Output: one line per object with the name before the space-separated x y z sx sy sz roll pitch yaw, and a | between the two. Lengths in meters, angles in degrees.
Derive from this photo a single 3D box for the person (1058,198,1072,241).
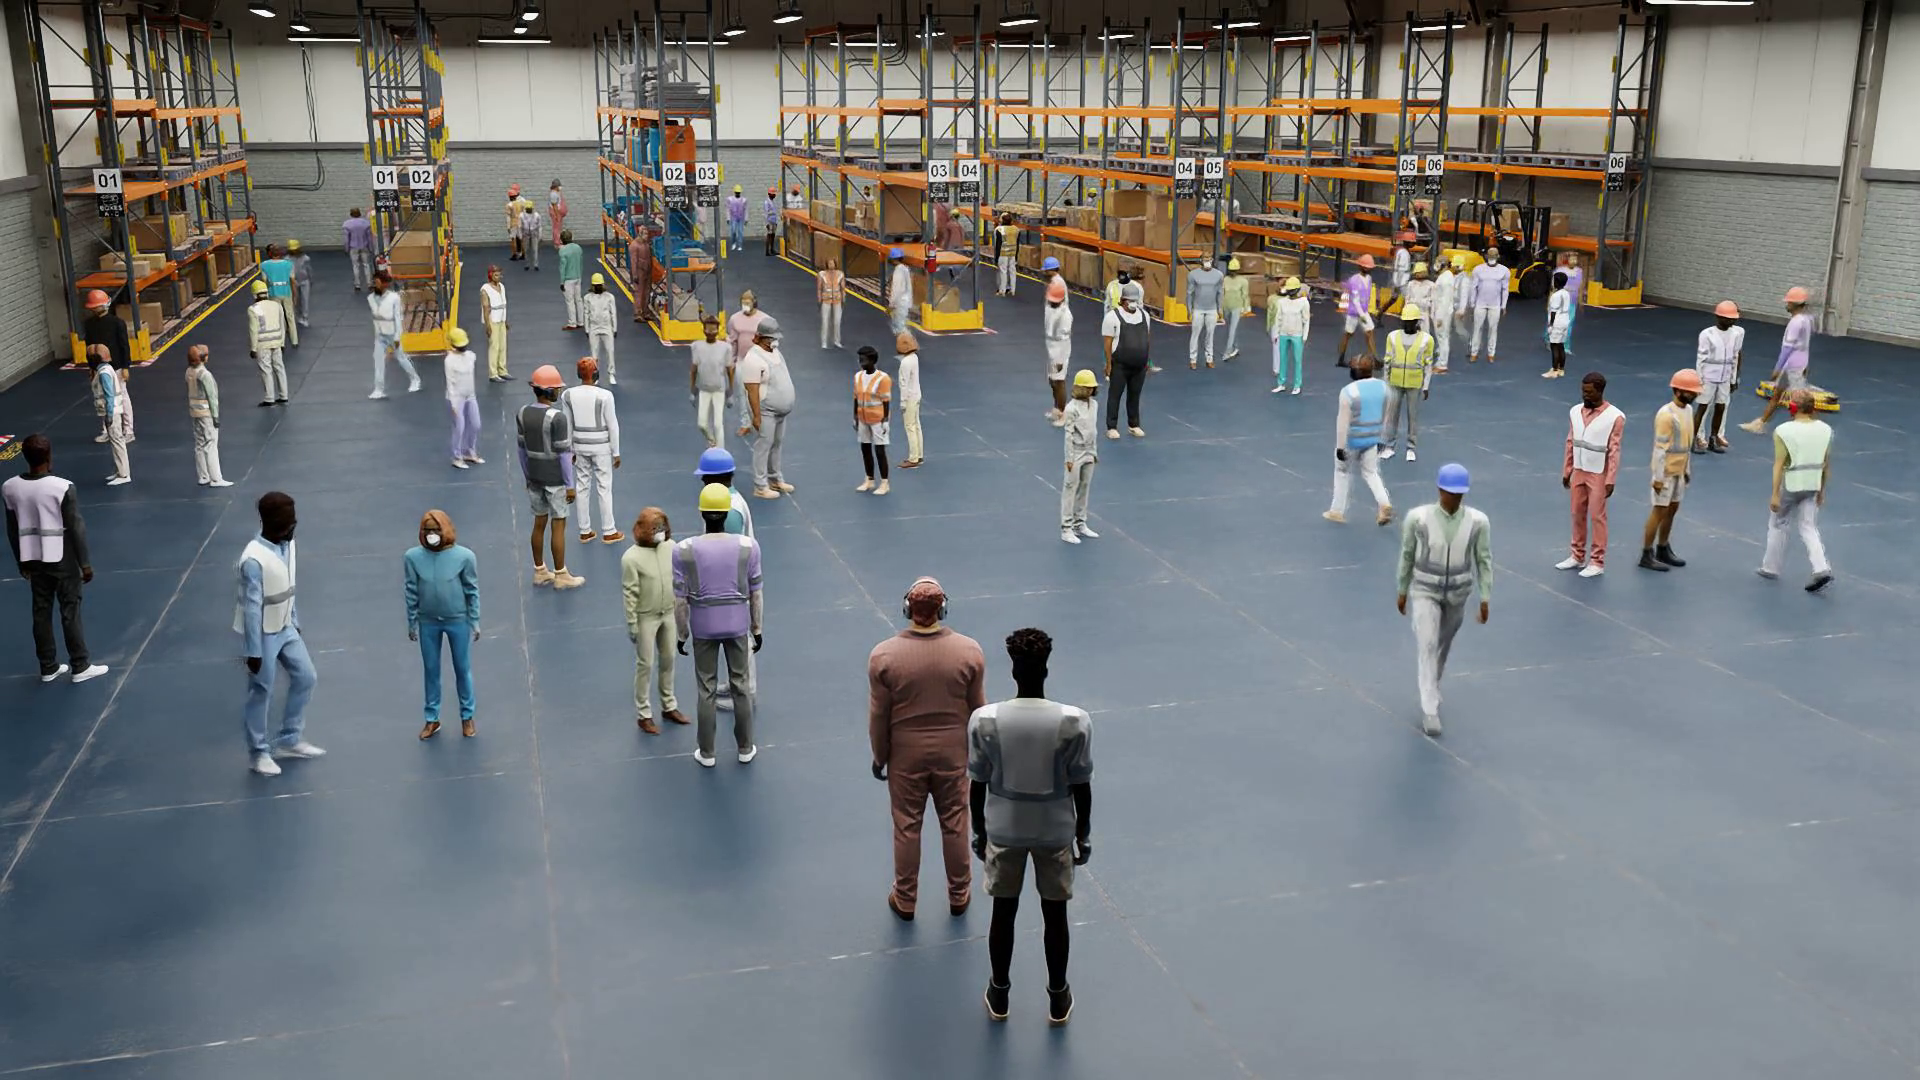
person | 2.798 -7.935 43.166 0.512 1.854 0.534 -4 16 -16

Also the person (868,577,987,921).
person | -0.178 1.125 8.962 0.640 1.909 0.409 -2 15 -8

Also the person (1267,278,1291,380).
person | 5.152 -3.399 26.555 0.522 1.607 0.698 3 15 13

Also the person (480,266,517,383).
person | -7.291 -3.387 26.090 0.404 1.831 0.574 4 15 15

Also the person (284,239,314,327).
person | -12.953 -5.065 32.635 0.488 1.700 0.862 -5 16 -17

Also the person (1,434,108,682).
person | -6.892 0.147 12.621 0.599 1.918 0.387 2 15 7

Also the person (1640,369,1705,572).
person | 6.722 -0.660 15.644 0.546 1.927 0.387 -13 20 -41

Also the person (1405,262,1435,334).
person | 7.606 -3.736 27.567 0.494 1.742 0.318 7 17 25

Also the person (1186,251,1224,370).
person | 4.014 -3.762 27.291 0.630 1.940 0.370 -2 15 -7

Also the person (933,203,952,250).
person | -0.501 -8.598 45.581 0.669 1.885 0.590 8 17 28

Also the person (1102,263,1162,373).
person | 2.774 -3.599 26.974 0.982 1.792 0.503 2 15 8

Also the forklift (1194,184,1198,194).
forklift | 7.392 -11.333 53.972 1.873 2.768 1.129 -4 15 -15

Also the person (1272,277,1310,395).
person | 4.979 -3.072 25.027 0.533 1.765 0.329 10 18 33

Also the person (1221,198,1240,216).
person | 7.515 -8.898 46.620 0.625 1.931 0.452 2 15 8

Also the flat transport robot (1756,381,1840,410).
flat transport robot | 12.250 -2.127 24.331 0.652 0.197 1.431 1 15 5

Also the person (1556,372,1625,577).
person | 5.892 -0.622 15.543 0.407 1.908 0.597 -8 17 -28

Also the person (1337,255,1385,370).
person | 6.601 -3.709 27.194 0.546 1.875 1.021 -10 18 -34

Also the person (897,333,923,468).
person | -0.617 -1.684 20.079 0.287 1.627 0.497 3 15 12

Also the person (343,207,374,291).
person | -13.865 -6.703 38.393 0.653 1.933 0.515 -8 17 -26

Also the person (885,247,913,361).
person | -1.026 -3.982 28.156 0.469 1.923 0.606 2 15 7

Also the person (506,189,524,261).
person | -12.227 -8.649 45.696 0.372 1.931 0.549 13 19 39

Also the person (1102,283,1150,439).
person | 2.220 -2.344 21.758 0.688 2.000 0.536 -7 16 -25

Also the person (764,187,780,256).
person | -5.309 -9.002 47.029 0.376 1.928 0.546 5 16 20

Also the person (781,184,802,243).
person | -4.990 -9.628 49.496 0.624 1.866 0.935 -5 16 -17

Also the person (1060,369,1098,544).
person | 1.234 -0.849 16.703 0.315 1.743 0.487 12 19 39

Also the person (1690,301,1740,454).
person | 9.461 -2.023 20.774 0.555 1.925 0.392 -3 15 -10

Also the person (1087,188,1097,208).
person | 3.984 -9.776 50.322 0.342 1.735 0.482 3 15 13

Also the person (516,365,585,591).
person | -3.701 -0.564 15.056 0.614 2.040 0.390 10 18 34

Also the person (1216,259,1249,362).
person | 4.652 -3.938 28.380 0.528 1.714 0.944 9 17 30

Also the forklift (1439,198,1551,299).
forklift | 11.913 -6.508 37.130 2.313 2.155 1.214 -4 15 -15

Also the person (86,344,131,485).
person | -9.805 -1.451 19.173 0.311 1.636 0.521 -7 17 -26

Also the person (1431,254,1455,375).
person | 7.774 -3.640 26.832 0.355 1.936 0.635 4 15 16

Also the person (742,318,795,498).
person | -2.109 -1.485 18.524 0.535 2.000 0.687 5 16 18

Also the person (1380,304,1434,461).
person | 5.481 -1.933 20.426 0.585 1.929 0.371 7 16 25

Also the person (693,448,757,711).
person | -1.695 0.276 12.104 0.421 1.936 0.609 -4 15 -14

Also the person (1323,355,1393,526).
person | 4.178 -1.023 17.238 0.632 1.813 0.822 -6 16 -21

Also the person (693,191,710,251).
person | -7.236 -8.710 46.034 0.513 1.882 0.670 6 16 22

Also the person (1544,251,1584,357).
person | 10.463 -4.087 28.744 0.593 1.825 0.477 -8 17 -26

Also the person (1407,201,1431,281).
person | 10.935 -7.002 39.385 0.655 2.001 0.870 -6 16 -21

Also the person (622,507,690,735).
person | -2.137 0.553 11.658 0.291 1.625 0.507 11 19 36
